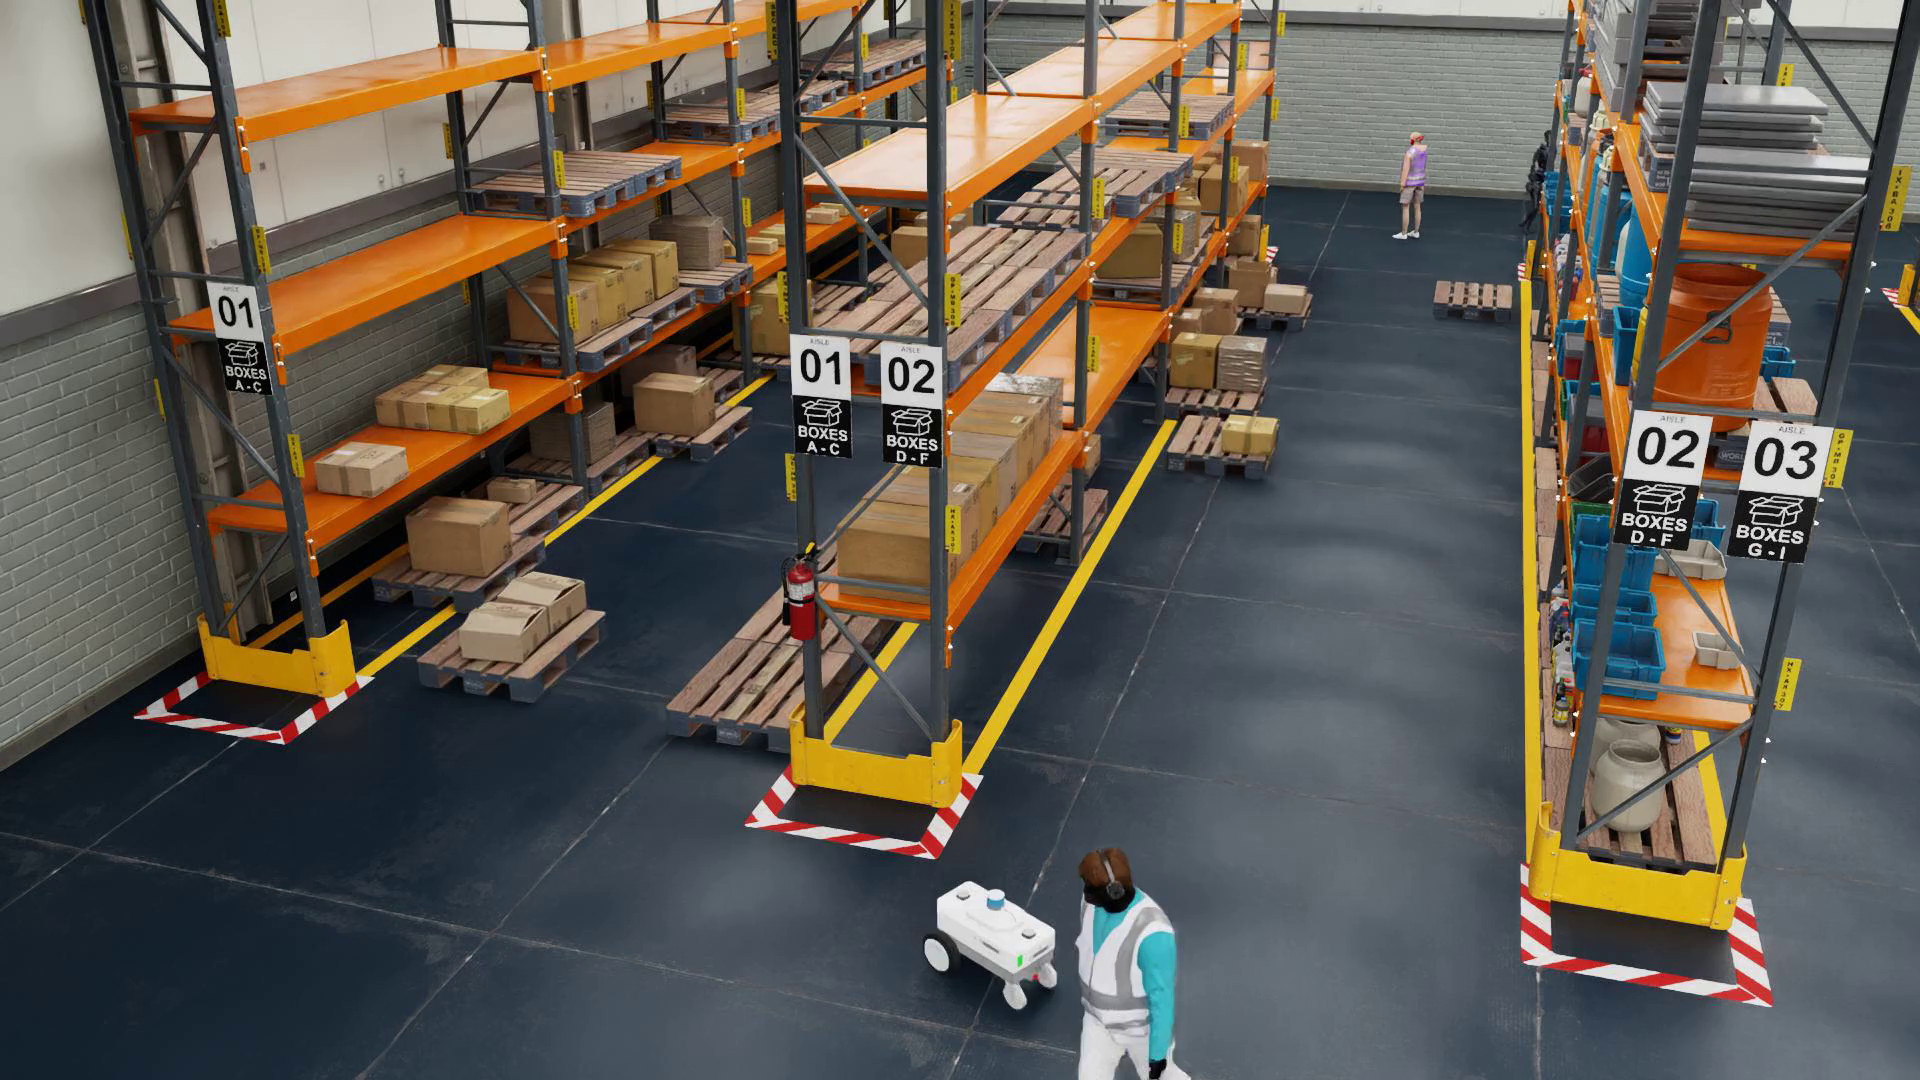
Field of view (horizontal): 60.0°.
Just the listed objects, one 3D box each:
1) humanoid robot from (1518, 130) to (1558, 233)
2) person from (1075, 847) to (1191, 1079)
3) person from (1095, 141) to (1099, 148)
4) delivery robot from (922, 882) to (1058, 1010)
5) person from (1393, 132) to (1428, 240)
[{"bbox_3d":[9.325,-5.768,26.777,0.601,1.648,0.345,-14,27,-30],"label":"humanoid robot"},{"bbox_3d":[0.865,2.258,8.024,0.893,1.794,0.702,-15,28,-32],"label":"person"},{"bbox_3d":[2.124,-5.862,26.859,0.478,1.790,0.520,8,25,18],"label":"person"},{"bbox_3d":[0.203,2.272,9.524,0.757,0.580,0.499,21,31,40],"label":"delivery robot"},{"bbox_3d":[7.182,-5.621,26.417,0.492,1.688,0.348,-14,27,-29],"label":"person"}]
